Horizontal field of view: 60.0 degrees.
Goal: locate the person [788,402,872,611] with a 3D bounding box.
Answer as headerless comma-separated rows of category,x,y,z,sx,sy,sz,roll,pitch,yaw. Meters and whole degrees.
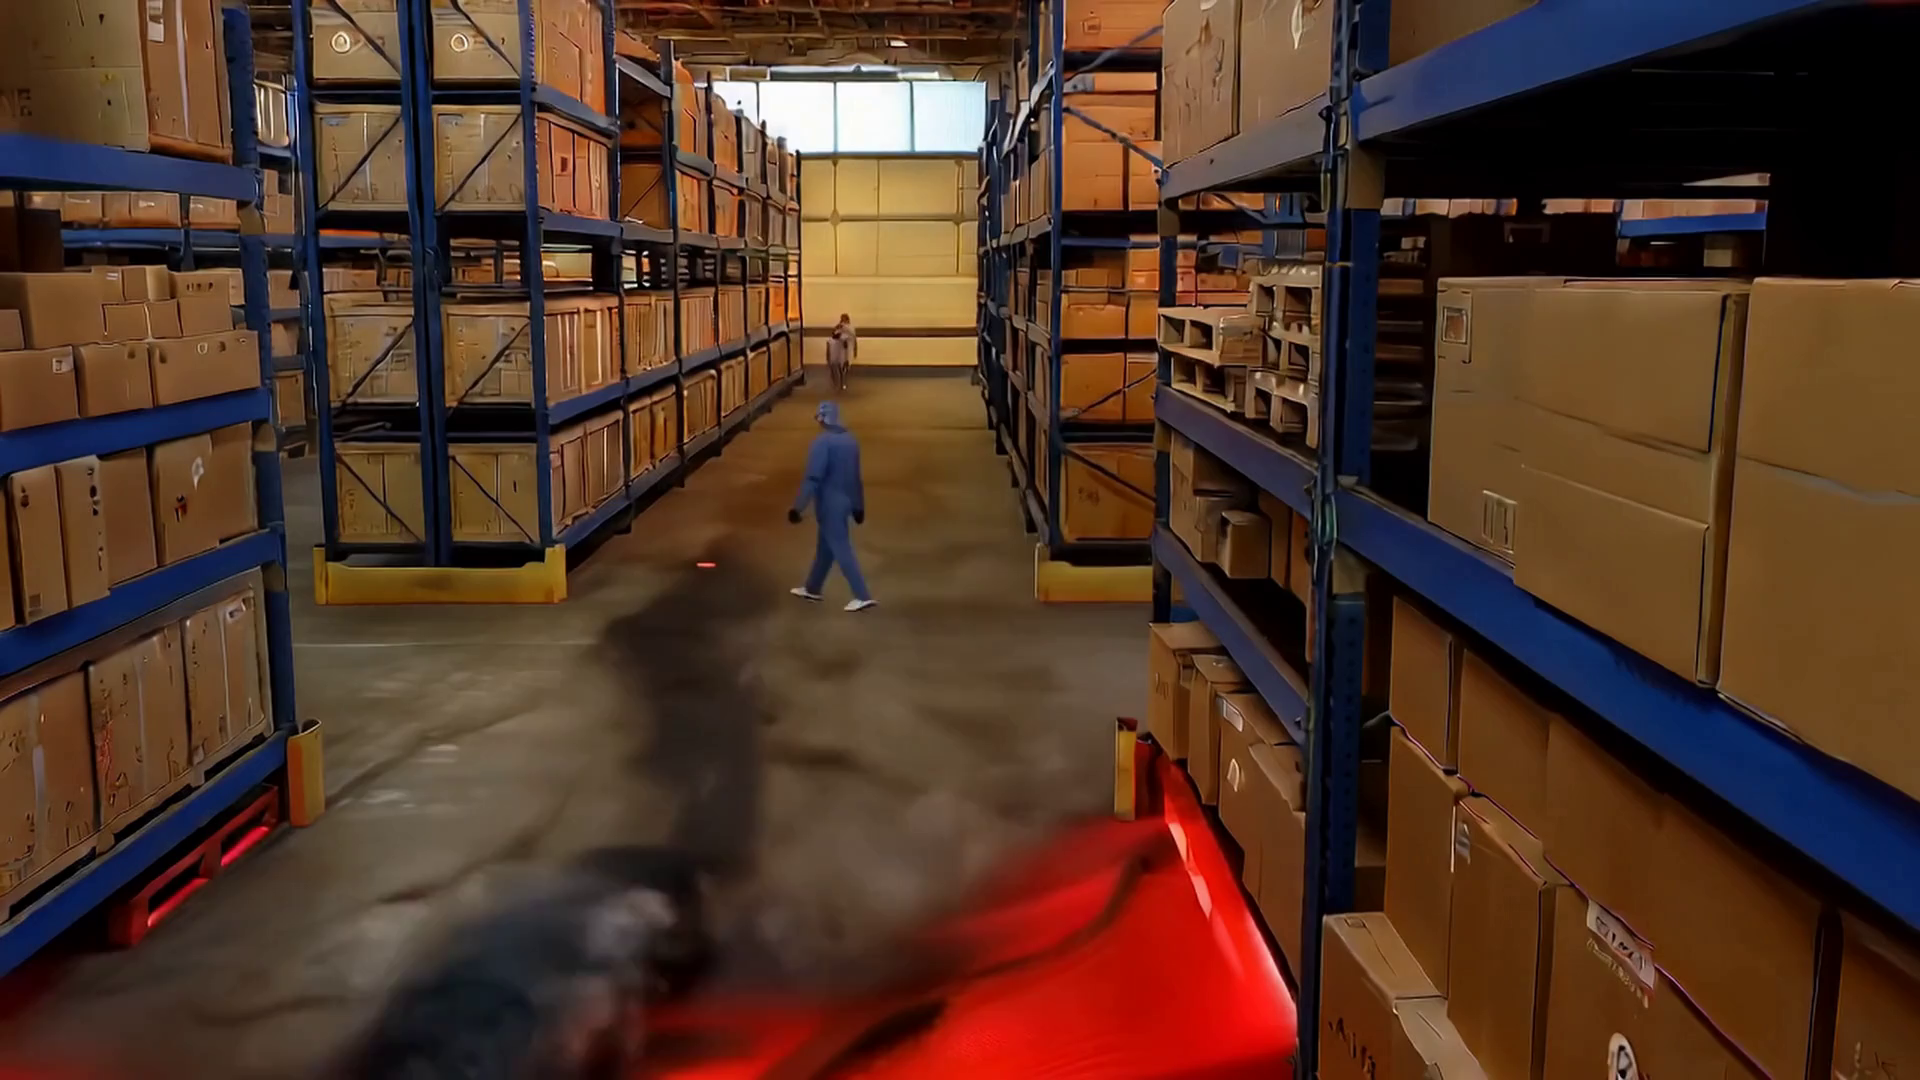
person,-1.142,-0.305,14.891,0.993,1.856,0.644,5,10,28

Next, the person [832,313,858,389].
person,-2.895,-4.759,41.960,0.652,1.918,0.667,-2,9,-12

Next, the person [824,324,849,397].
person,-2.917,-4.251,39.423,0.589,1.729,0.531,-1,9,-5
